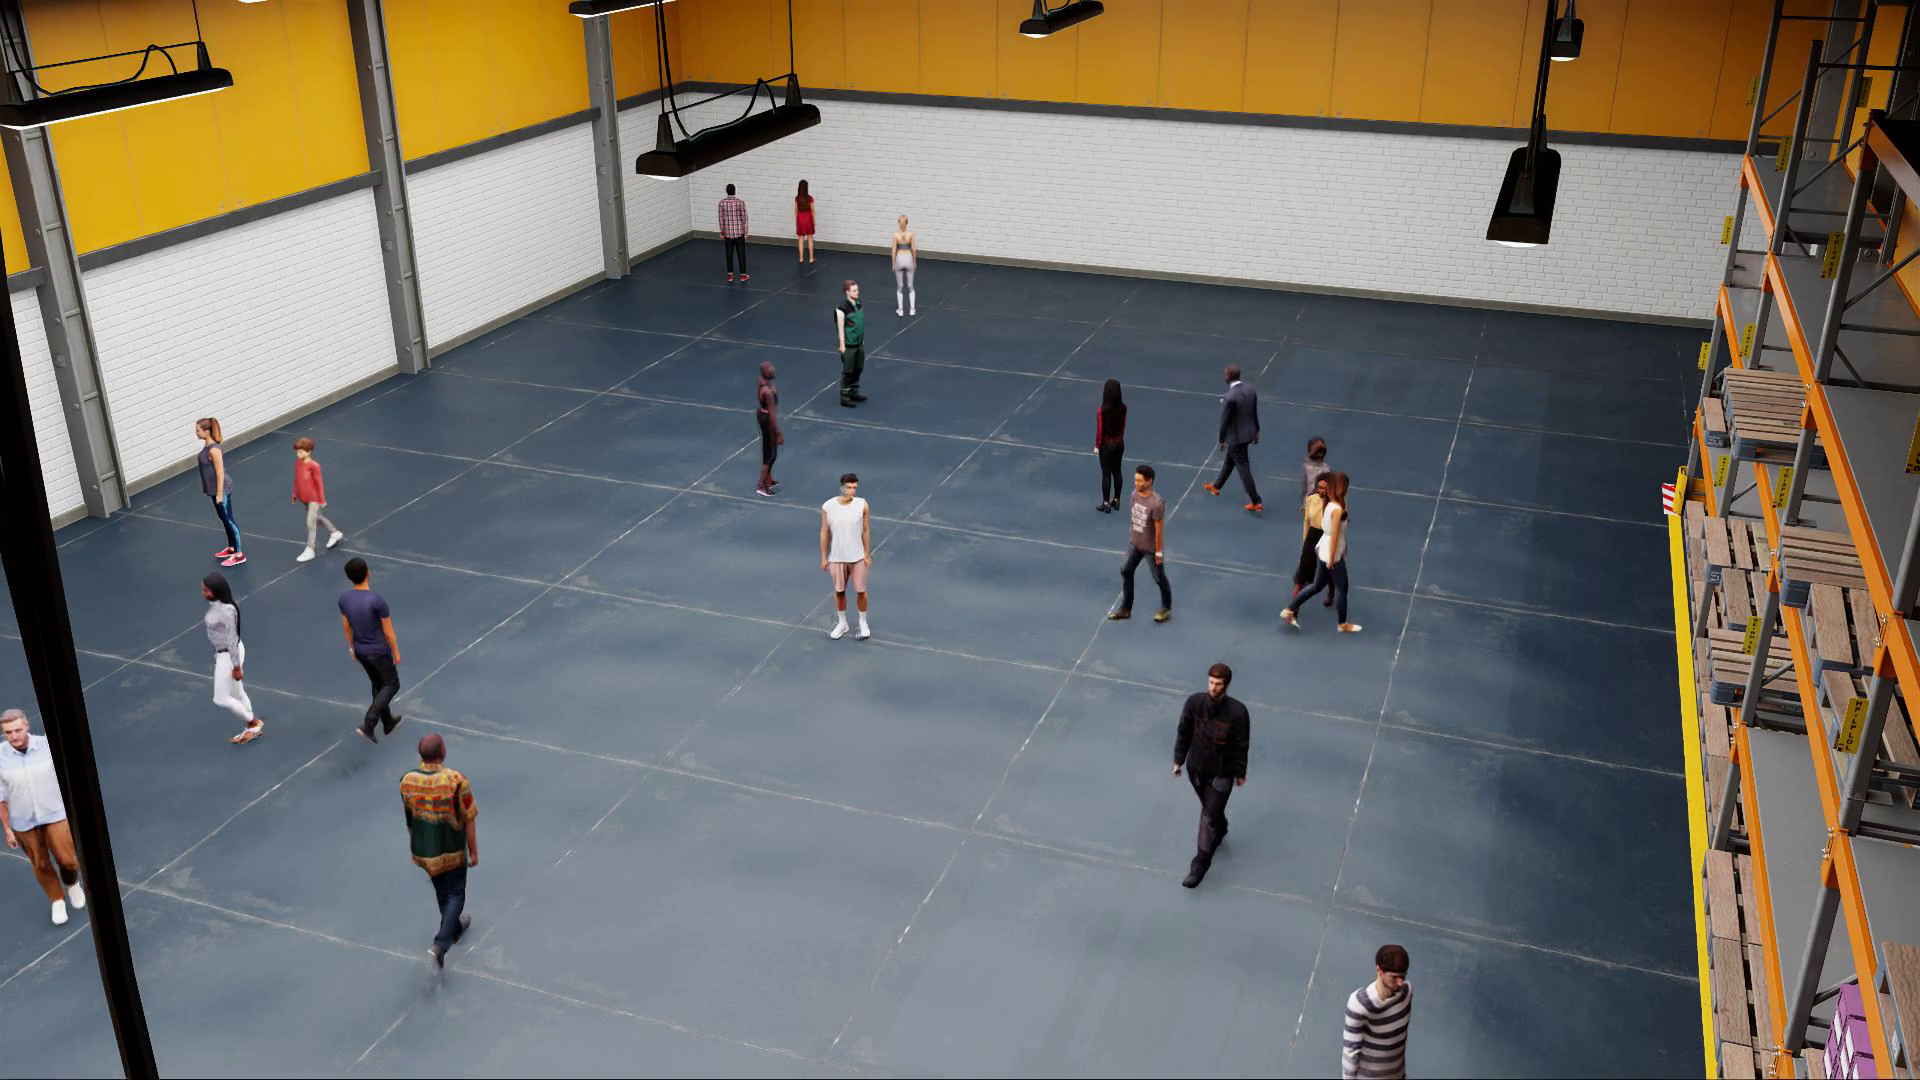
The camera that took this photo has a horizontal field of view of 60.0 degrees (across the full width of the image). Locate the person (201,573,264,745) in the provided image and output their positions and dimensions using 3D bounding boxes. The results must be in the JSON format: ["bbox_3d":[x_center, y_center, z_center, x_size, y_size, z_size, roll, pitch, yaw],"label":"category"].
[{"bbox_3d":[-6.478,1.063,14.967,0.787,1.710,0.749,-15,28,-31],"label":"person"}]

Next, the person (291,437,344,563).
[{"bbox_3d":[-7.349,-0.510,18.960,0.648,1.393,0.969,14,27,28],"label":"person"}]

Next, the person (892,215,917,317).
[{"bbox_3d":[-0.937,-4.632,28.004,0.636,1.703,0.650,-2,24,-5],"label":"person"}]

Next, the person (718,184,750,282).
[{"bbox_3d":[-4.090,-5.572,30.082,0.755,1.761,0.695,1,24,3],"label":"person"}]

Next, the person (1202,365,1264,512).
[{"bbox_3d":[3.419,-1.174,20.018,1.307,1.763,1.172,-19,30,-37],"label":"person"}]

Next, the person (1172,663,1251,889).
[{"bbox_3d":[2.040,1.782,13.215,0.932,1.795,1.236,15,28,31],"label":"person"}]

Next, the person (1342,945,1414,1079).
[{"bbox_3d":[2.474,3.176,9.959,0.685,1.849,0.781,-14,27,-29],"label":"person"}]

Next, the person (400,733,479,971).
[{"bbox_3d":[-3.798,2.287,12.077,0.851,1.782,1.097,2,24,4],"label":"person"}]

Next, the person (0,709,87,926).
[{"bbox_3d":[-6.978,2.047,12.588,0.829,1.813,0.893,-12,26,-25],"label":"person"}]

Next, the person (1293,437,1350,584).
[{"bbox_3d":[3.823,-0.295,18.104,0.943,1.687,0.895,-6,24,-13],"label":"person"}]

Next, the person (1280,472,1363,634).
[{"bbox_3d":[3.689,0.149,17.002,0.923,1.754,1.076,-2,24,-5],"label":"person"}]

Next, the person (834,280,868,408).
[{"bbox_3d":[-1.548,-2.817,23.681,0.731,1.840,0.554,13,27,28],"label":"person"}]

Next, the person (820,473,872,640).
[{"bbox_3d":[-1.144,0.146,16.974,0.744,1.783,0.726,2,24,5],"label":"person"}]

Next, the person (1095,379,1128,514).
[{"bbox_3d":[1.836,-1.137,20.064,0.627,1.658,0.722,-16,28,-32],"label":"person"}]

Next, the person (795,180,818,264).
[{"bbox_3d":[-2.924,-6.018,31.363,0.610,1.552,0.668,2,24,5],"label":"person"}]

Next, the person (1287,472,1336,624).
[{"bbox_3d":[3.821,0.067,17.383,0.748,1.600,1.077,17,29,34],"label":"person"}]

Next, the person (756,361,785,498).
[{"bbox_3d":[-2.395,-1.426,20.633,0.863,1.733,0.768,-14,27,-29],"label":"person"}]

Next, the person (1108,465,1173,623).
[{"bbox_3d":[2.010,0.030,17.291,1.087,1.741,0.974,-19,30,-37],"label":"person"}]

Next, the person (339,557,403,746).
[{"bbox_3d":[-5.322,1.044,14.941,0.674,1.766,0.938,7,24,15],"label":"person"}]

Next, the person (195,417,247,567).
[{"bbox_3d":[-8.311,-0.562,18.666,0.691,1.724,0.649,-15,28,-30],"label":"person"}]
